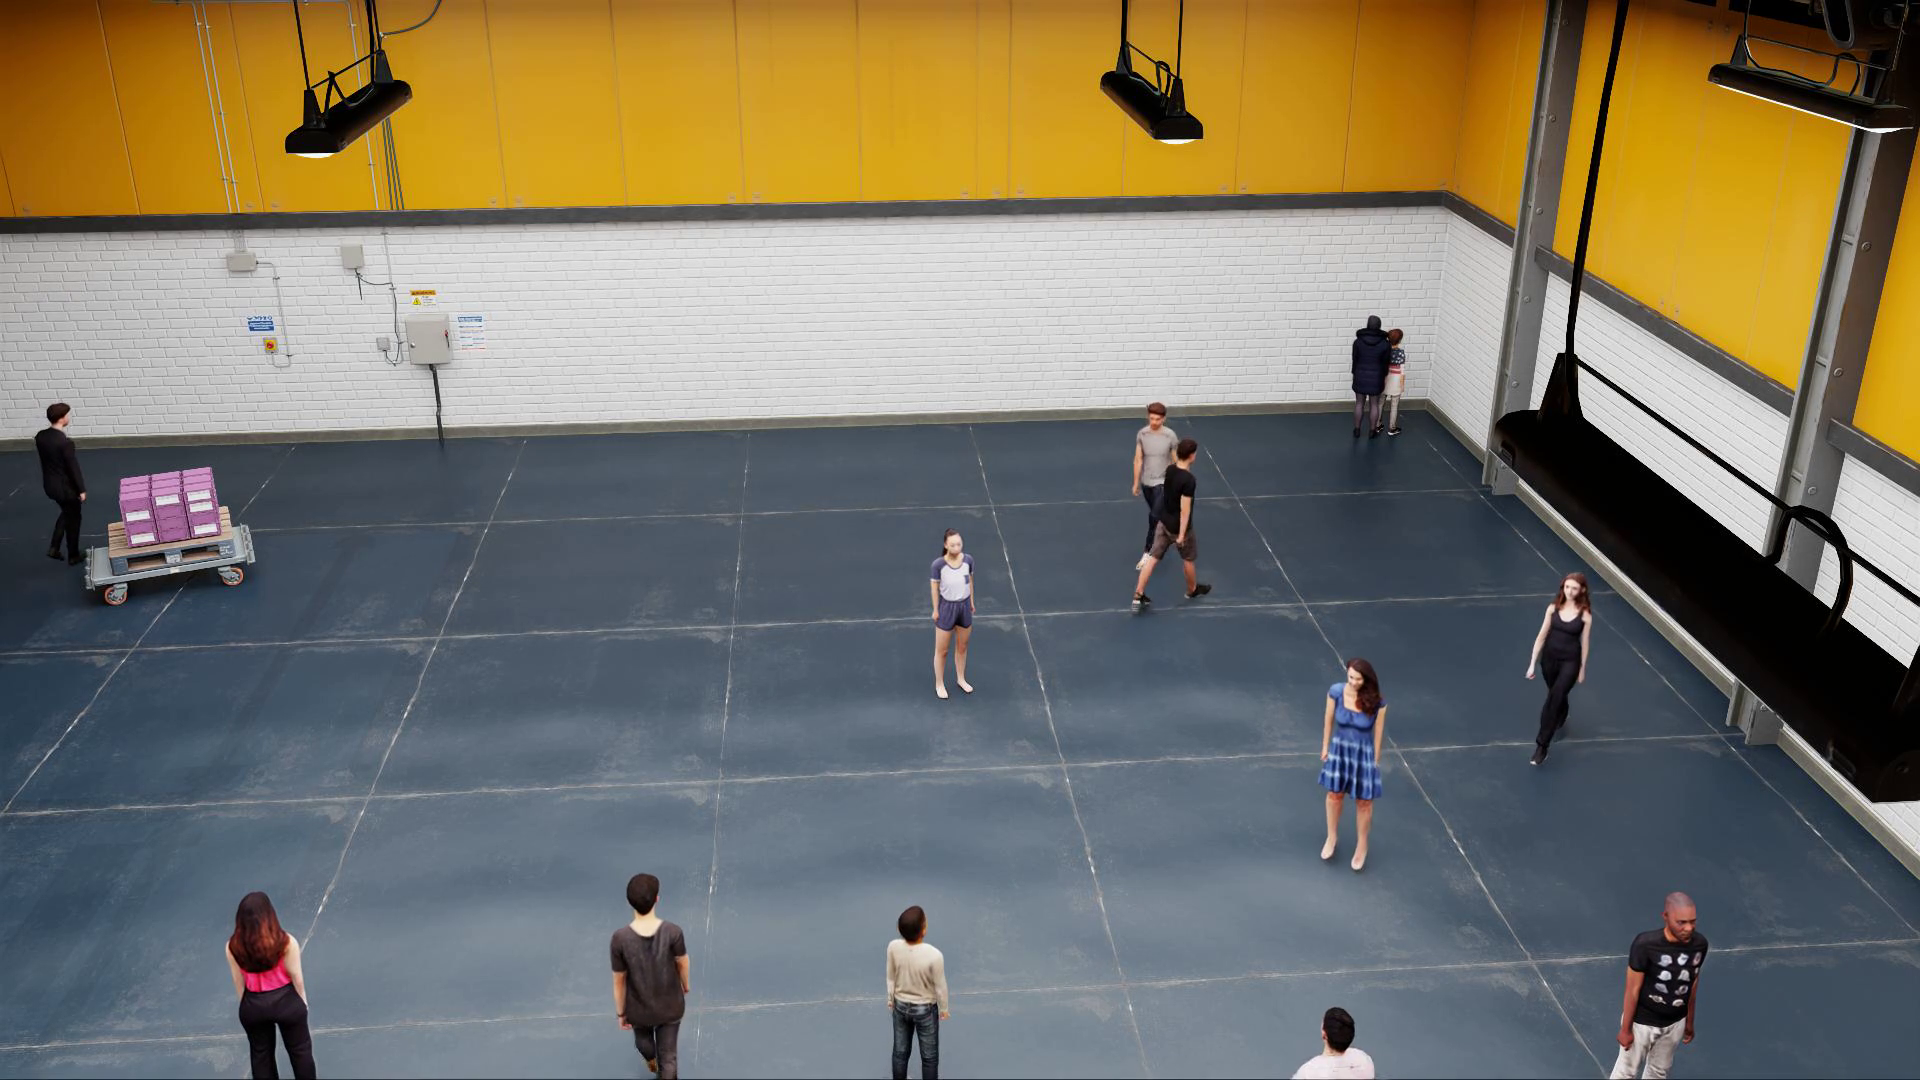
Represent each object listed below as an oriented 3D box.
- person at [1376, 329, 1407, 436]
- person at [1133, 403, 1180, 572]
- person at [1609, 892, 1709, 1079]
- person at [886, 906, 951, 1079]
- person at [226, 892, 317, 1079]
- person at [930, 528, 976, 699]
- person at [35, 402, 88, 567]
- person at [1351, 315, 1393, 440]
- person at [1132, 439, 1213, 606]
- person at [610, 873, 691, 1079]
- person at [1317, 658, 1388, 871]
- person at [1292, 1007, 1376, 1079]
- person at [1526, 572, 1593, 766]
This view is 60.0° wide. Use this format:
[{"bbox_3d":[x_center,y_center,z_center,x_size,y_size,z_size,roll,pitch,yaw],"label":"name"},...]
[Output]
[{"bbox_3d":[5.746,-2.126,22.180,0.591,1.439,0.638,16,28,32],"label":"person"},{"bbox_3d":[2.195,-0.647,18.305,1.153,1.834,1.335,13,27,26],"label":"person"},{"bbox_3d":[4.254,2.920,10.180,0.670,1.805,0.623,-4,24,-10],"label":"person"},{"bbox_3d":[-0.288,2.955,10.528,0.623,1.463,0.611,7,25,16],"label":"person"},{"bbox_3d":[-4.287,2.912,10.382,0.592,1.659,0.533,-4,24,-10],"label":"person"},{"bbox_3d":[-0.074,0.669,15.523,0.663,1.651,0.648,-12,26,-25],"label":"person"},{"bbox_3d":[-9.803,-0.545,18.042,0.881,1.857,0.925,9,25,19],"label":"person"},{"bbox_3d":[5.405,-2.159,21.963,0.775,1.674,0.790,9,25,19],"label":"person"},{"bbox_3d":[2.131,-0.131,17.144,1.104,1.818,1.277,-14,27,-28],"label":"person"},{"bbox_3d":[-1.912,2.911,10.361,0.613,1.677,1.015,-2,24,-5],"label":"person"},{"bbox_3d":[3.053,1.716,12.936,0.755,1.805,0.763,12,26,25],"label":"person"},{"bbox_3d":[2.058,3.370,9.248,0.784,1.728,0.841,-9,25,-19],"label":"person"},{"bbox_3d":[5.301,1.050,14.589,1.113,1.701,1.194,17,29,34],"label":"person"}]
